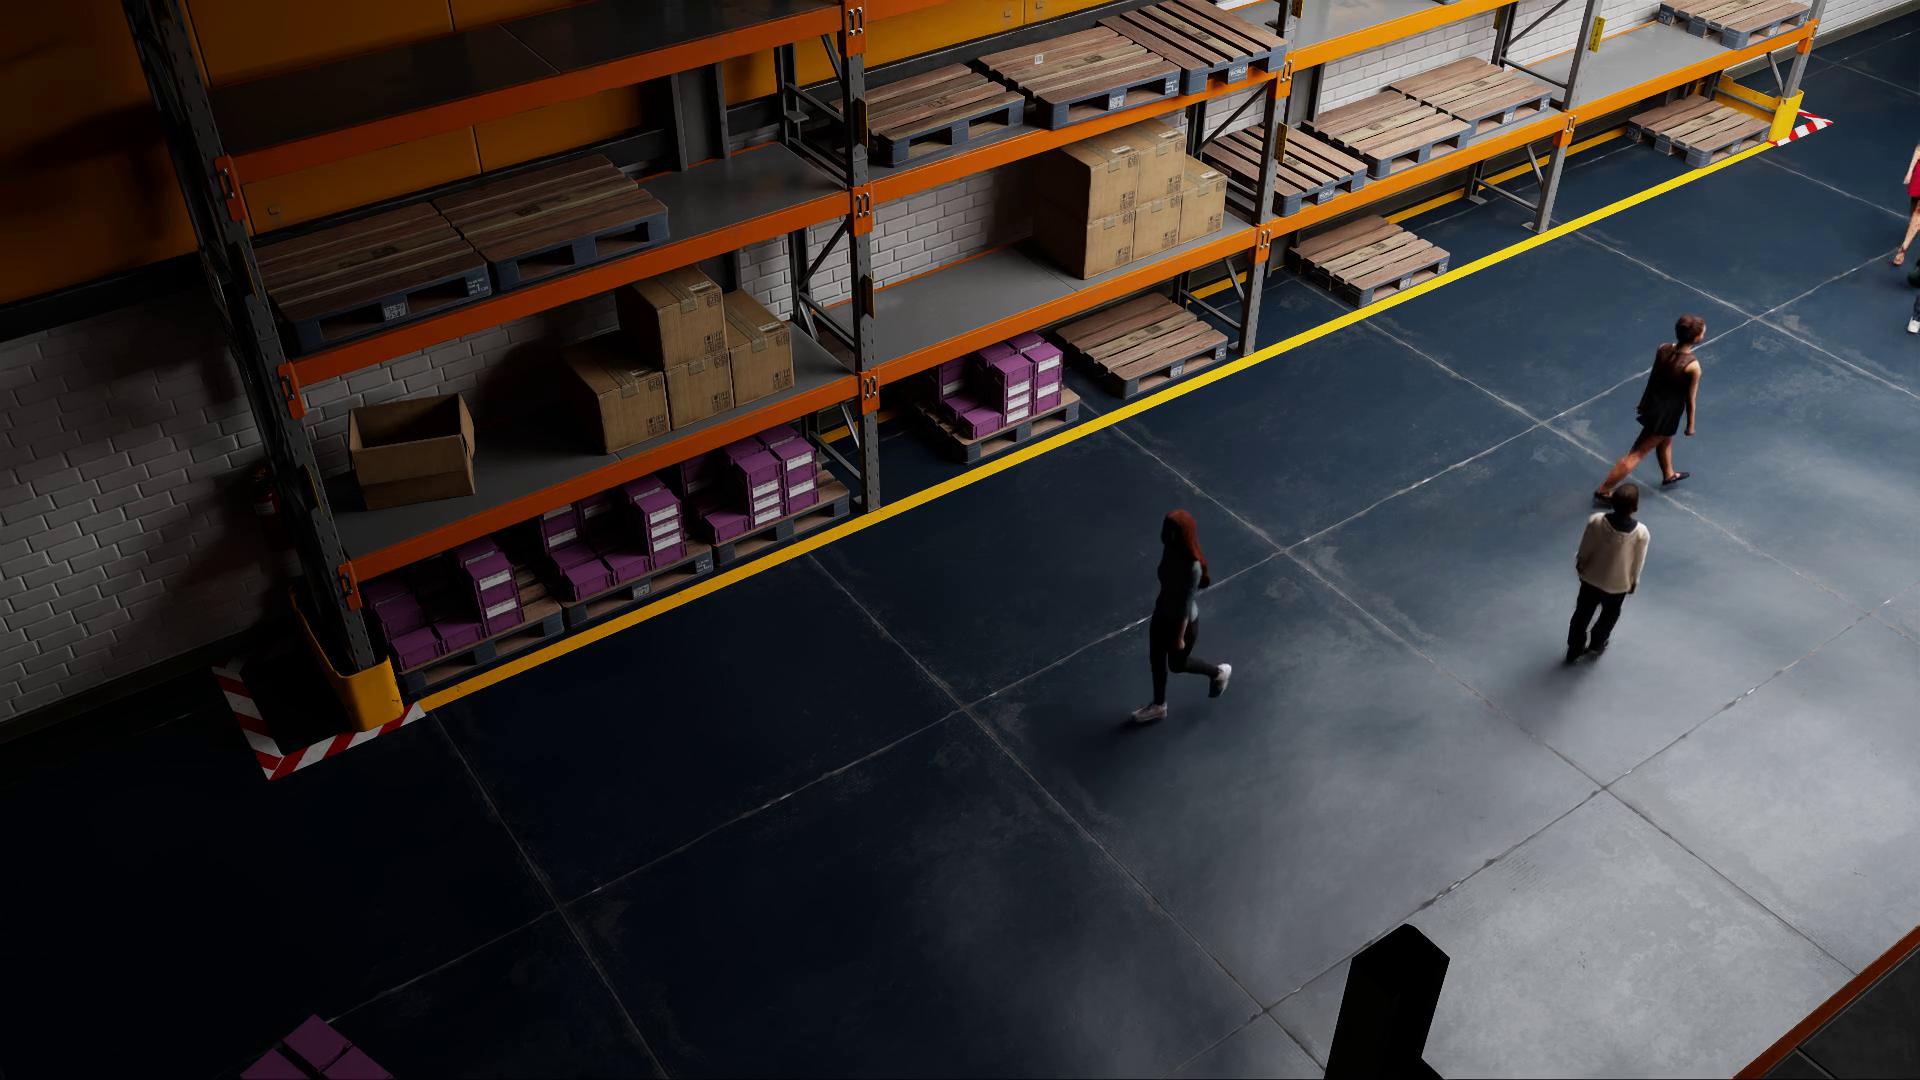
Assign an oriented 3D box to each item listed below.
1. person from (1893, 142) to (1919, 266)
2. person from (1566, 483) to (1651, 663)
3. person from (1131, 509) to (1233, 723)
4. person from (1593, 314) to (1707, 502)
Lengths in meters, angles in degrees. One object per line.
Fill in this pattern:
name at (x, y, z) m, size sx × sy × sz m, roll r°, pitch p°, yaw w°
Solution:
person at (9.345, -3.540, 15.960) m, size 0.796 × 1.681 × 1.121 m, roll 24°, pitch 45°, yaw 27°
person at (4.392, 0.280, 11.367) m, size 0.703 × 1.443 × 0.721 m, roll 23°, pitch 44°, yaw 26°
person at (1.489, 0.510, 10.852) m, size 0.990 × 1.726 × 0.717 m, roll -14°, pitch 41°, yaw -17°
person at (5.323, -0.959, 12.770) m, size 1.196 × 1.627 × 0.828 m, roll -11°, pitch 40°, yaw -13°
